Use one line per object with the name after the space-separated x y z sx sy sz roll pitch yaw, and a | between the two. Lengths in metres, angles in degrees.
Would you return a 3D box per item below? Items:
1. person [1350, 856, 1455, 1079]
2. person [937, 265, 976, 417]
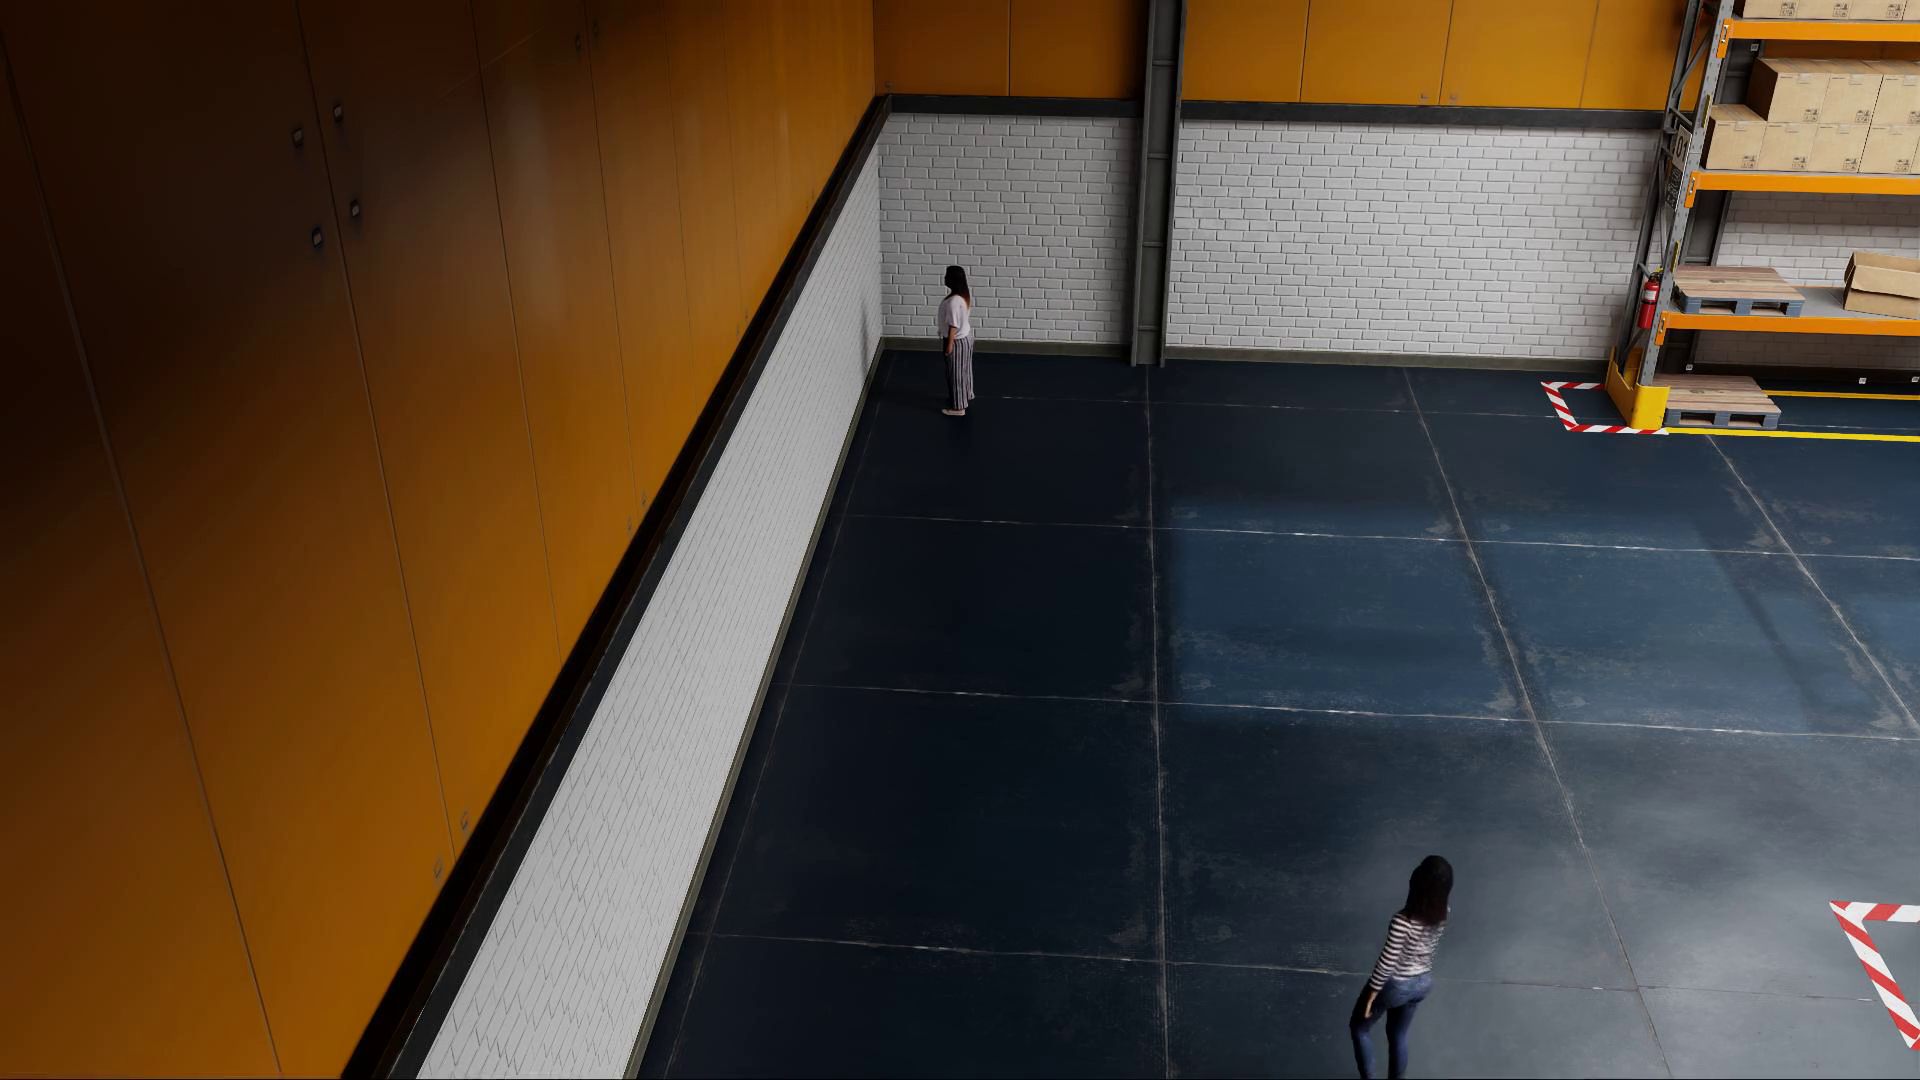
2.471 2.552 9.319 0.749 1.765 0.862 -22 36 -35 | person
-0.032 -2.188 18.098 0.656 1.680 0.711 6 29 12 | person
